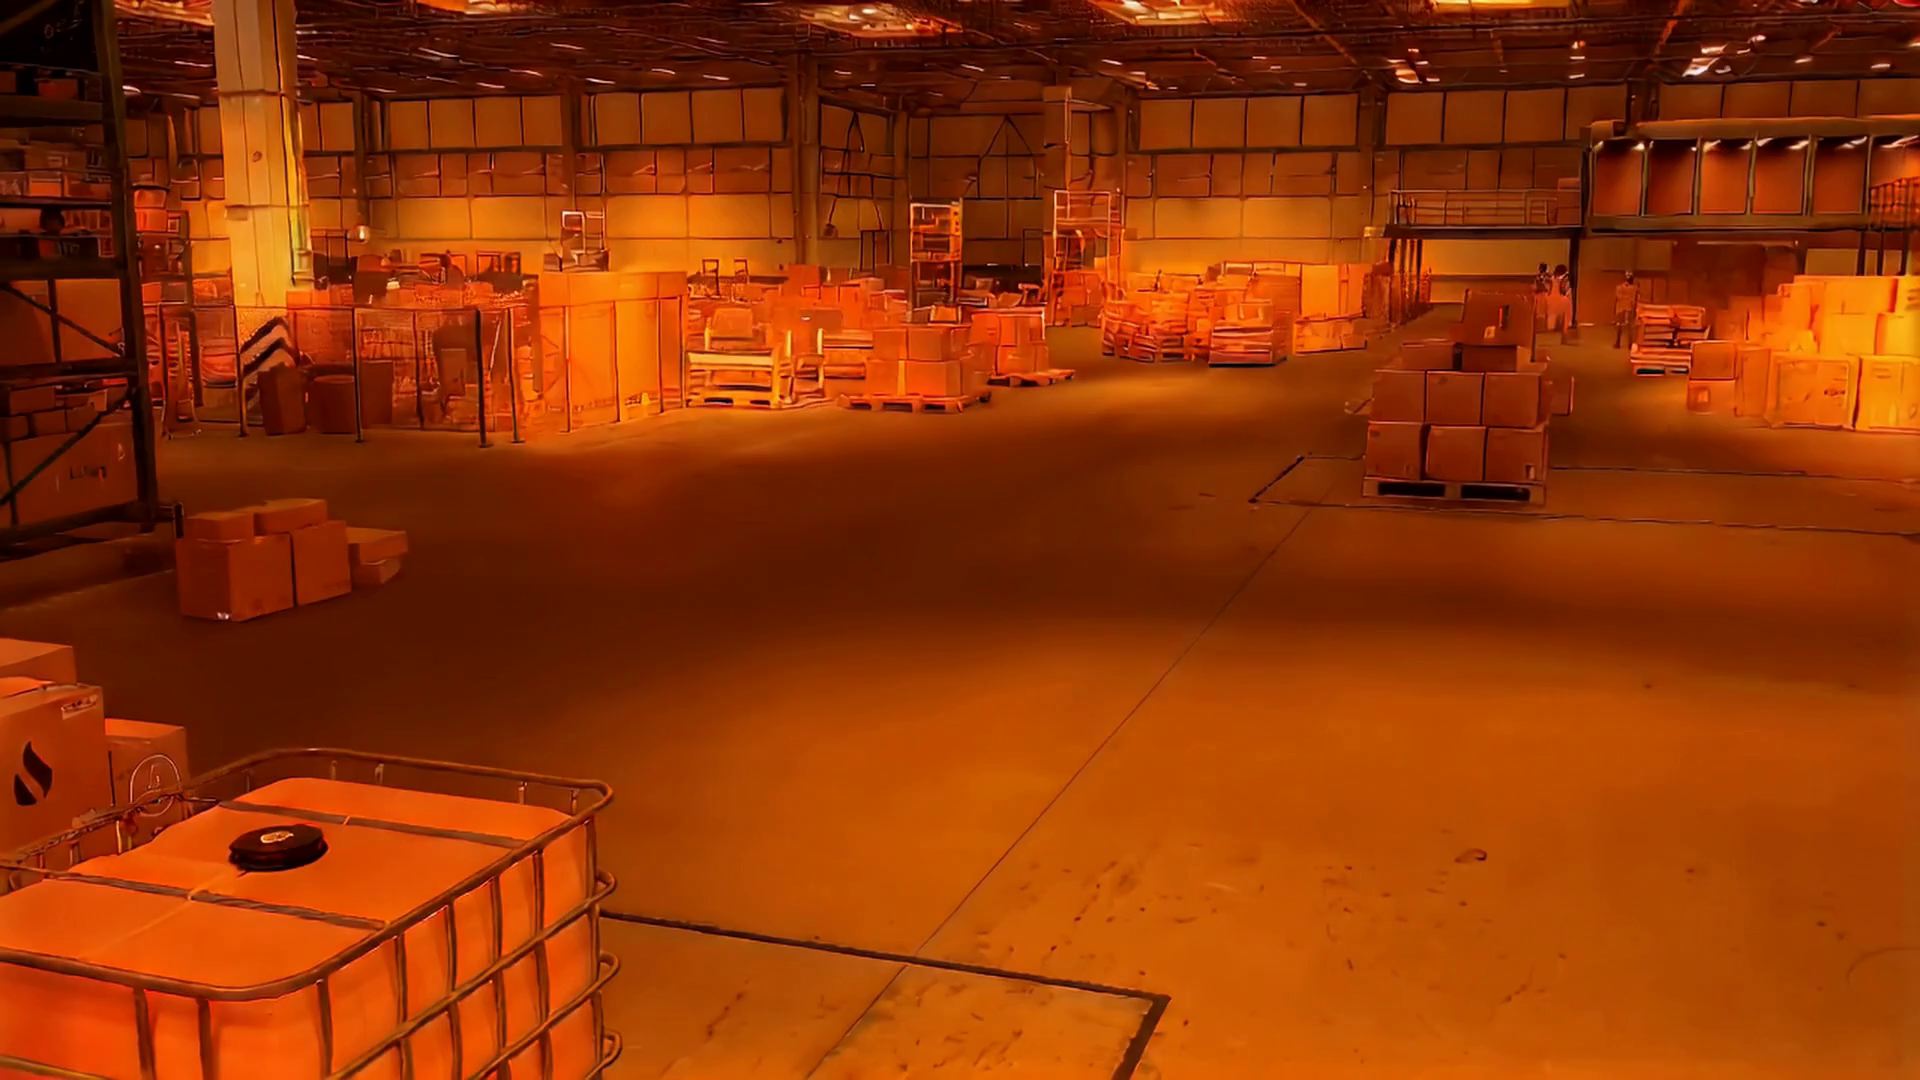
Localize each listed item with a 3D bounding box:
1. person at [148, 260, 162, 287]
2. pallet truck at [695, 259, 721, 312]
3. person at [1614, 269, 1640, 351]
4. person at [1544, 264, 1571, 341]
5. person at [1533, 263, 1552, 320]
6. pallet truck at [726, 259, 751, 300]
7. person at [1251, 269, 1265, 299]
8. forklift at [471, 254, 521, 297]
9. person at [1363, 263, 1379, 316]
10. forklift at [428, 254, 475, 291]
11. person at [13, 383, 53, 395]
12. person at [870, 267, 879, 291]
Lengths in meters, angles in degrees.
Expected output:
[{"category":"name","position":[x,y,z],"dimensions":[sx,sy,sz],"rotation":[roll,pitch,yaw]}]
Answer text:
[{"category":"person","position":[-32.646,-10.418,67.278],"dimensions":[0.635,1.976,0.513],"rotation":[-8,13,-38]},{"category":"pallet truck","position":[-9.165,-9.627,62.776],"dimensions":[0.823,1.965,1.885],"rotation":[4,11,23]},{"category":"person","position":[15.781,-5.444,39.386],"dimensions":[0.553,1.935,0.361],"rotation":[2,10,12]},{"category":"person","position":[15.308,-6.048,42.496],"dimensions":[0.705,2.000,0.682],"rotation":[8,13,39]},{"category":"person","position":[19.312,-8.237,55.194],"dimensions":[0.605,1.908,0.425],"rotation":[2,10,12]},{"category":"pallet truck","position":[-7.986,-9.493,62.019],"dimensions":[0.823,1.965,1.885],"rotation":[3,11,17]},{"category":"person","position":[9.057,-7.365,50.720],"dimensions":[0.460,1.755,0.557],"rotation":[-7,12,-34]},{"category":"forklift","position":[-17.990,-10.121,64.684],"dimensions":[1.157,1.987,2.680],"rotation":[3,11,17]},{"category":"person","position":[14.385,-8.742,58.217],"dimensions":[0.750,1.860,0.372],"rotation":[-1,10,-4]},{"category":"forklift","position":[-20.133,-10.254,65.465],"dimensions":[1.157,1.987,2.680],"rotation":[3,11,19]},{"category":"person","position":[-8.677,-1.120,15.727],"dimensions":[0.435,1.684,0.560],"rotation":[-1,10,-5]},{"category":"person","position":[-2.623,-7.338,50.365],"dimensions":[0.957,1.836,0.520],"rotation":[-5,11,-28]}]
